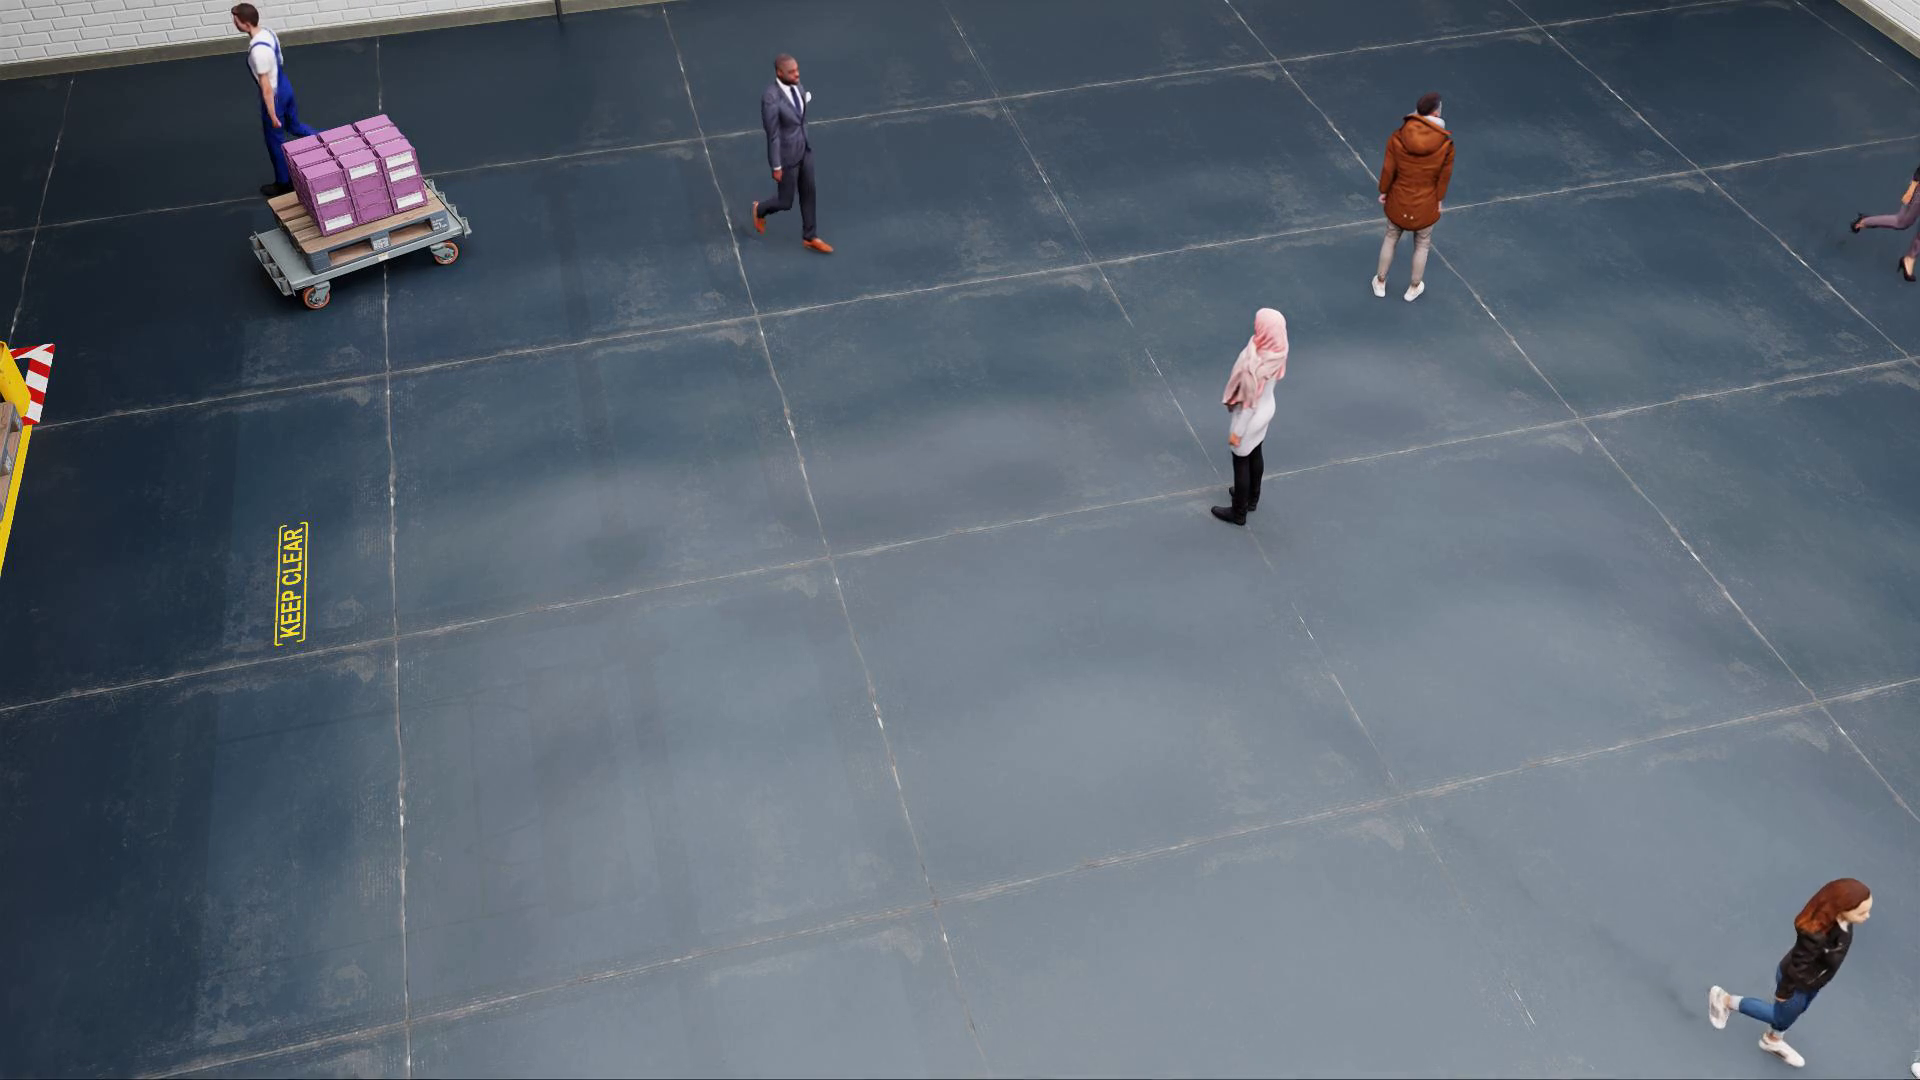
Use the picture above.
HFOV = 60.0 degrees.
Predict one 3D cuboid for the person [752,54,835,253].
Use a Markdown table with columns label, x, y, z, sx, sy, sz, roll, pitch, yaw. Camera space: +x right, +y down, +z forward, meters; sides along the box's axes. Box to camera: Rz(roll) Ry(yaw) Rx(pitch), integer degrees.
| label | x | y | z | sx | sy | sz | roll | pitch | yaw |
| --- | --- | --- | --- | --- | --- | --- | --- | --- | --- |
| person | -1.493 | -3.275 | 14.087 | 1.139 | 1.803 | 1.074 | 22 | 48 | 21 |

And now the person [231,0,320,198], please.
| label | x | y | z | sx | sy | sz | roll | pitch | yaw |
| --- | --- | --- | --- | --- | --- | --- | --- | --- | --- |
| person | -5.975 | -3.906 | 14.727 | 0.896 | 1.834 | 1.083 | -1 | 44 | -1 |

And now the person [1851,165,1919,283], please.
| label | x | y | z | sx | sy | sz | roll | pitch | yaw |
| --- | --- | --- | --- | --- | --- | --- | --- | --- | --- |
| person | 7.991 | -2.960 | 13.871 | 0.724 | 1.644 | 0.971 | -20 | 47 | -20 |

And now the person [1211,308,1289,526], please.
| label | x | y | z | sx | sy | sz | roll | pitch | yaw |
| --- | --- | --- | --- | --- | --- | --- | --- | --- | --- |
| person | 2.035 | -0.859 | 11.550 | 0.786 | 1.804 | 0.745 | 28 | 50 | 26 |

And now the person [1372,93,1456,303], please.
| label | x | y | z | sx | sy | sz | roll | pitch | yaw |
| --- | --- | --- | --- | --- | --- | --- | --- | --- | --- |
| person | 3.688 | -2.771 | 13.532 | 0.844 | 1.837 | 0.885 | 15 | 46 | 15 |

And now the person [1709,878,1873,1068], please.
| label | x | y | z | sx | sy | sz | roll | pitch | yaw |
| --- | --- | --- | --- | --- | --- | --- | --- | --- | --- |
| person | 4.307 | 2.185 | 8.595 | 0.767 | 1.472 | 0.885 | -34 | 53 | -30 |
